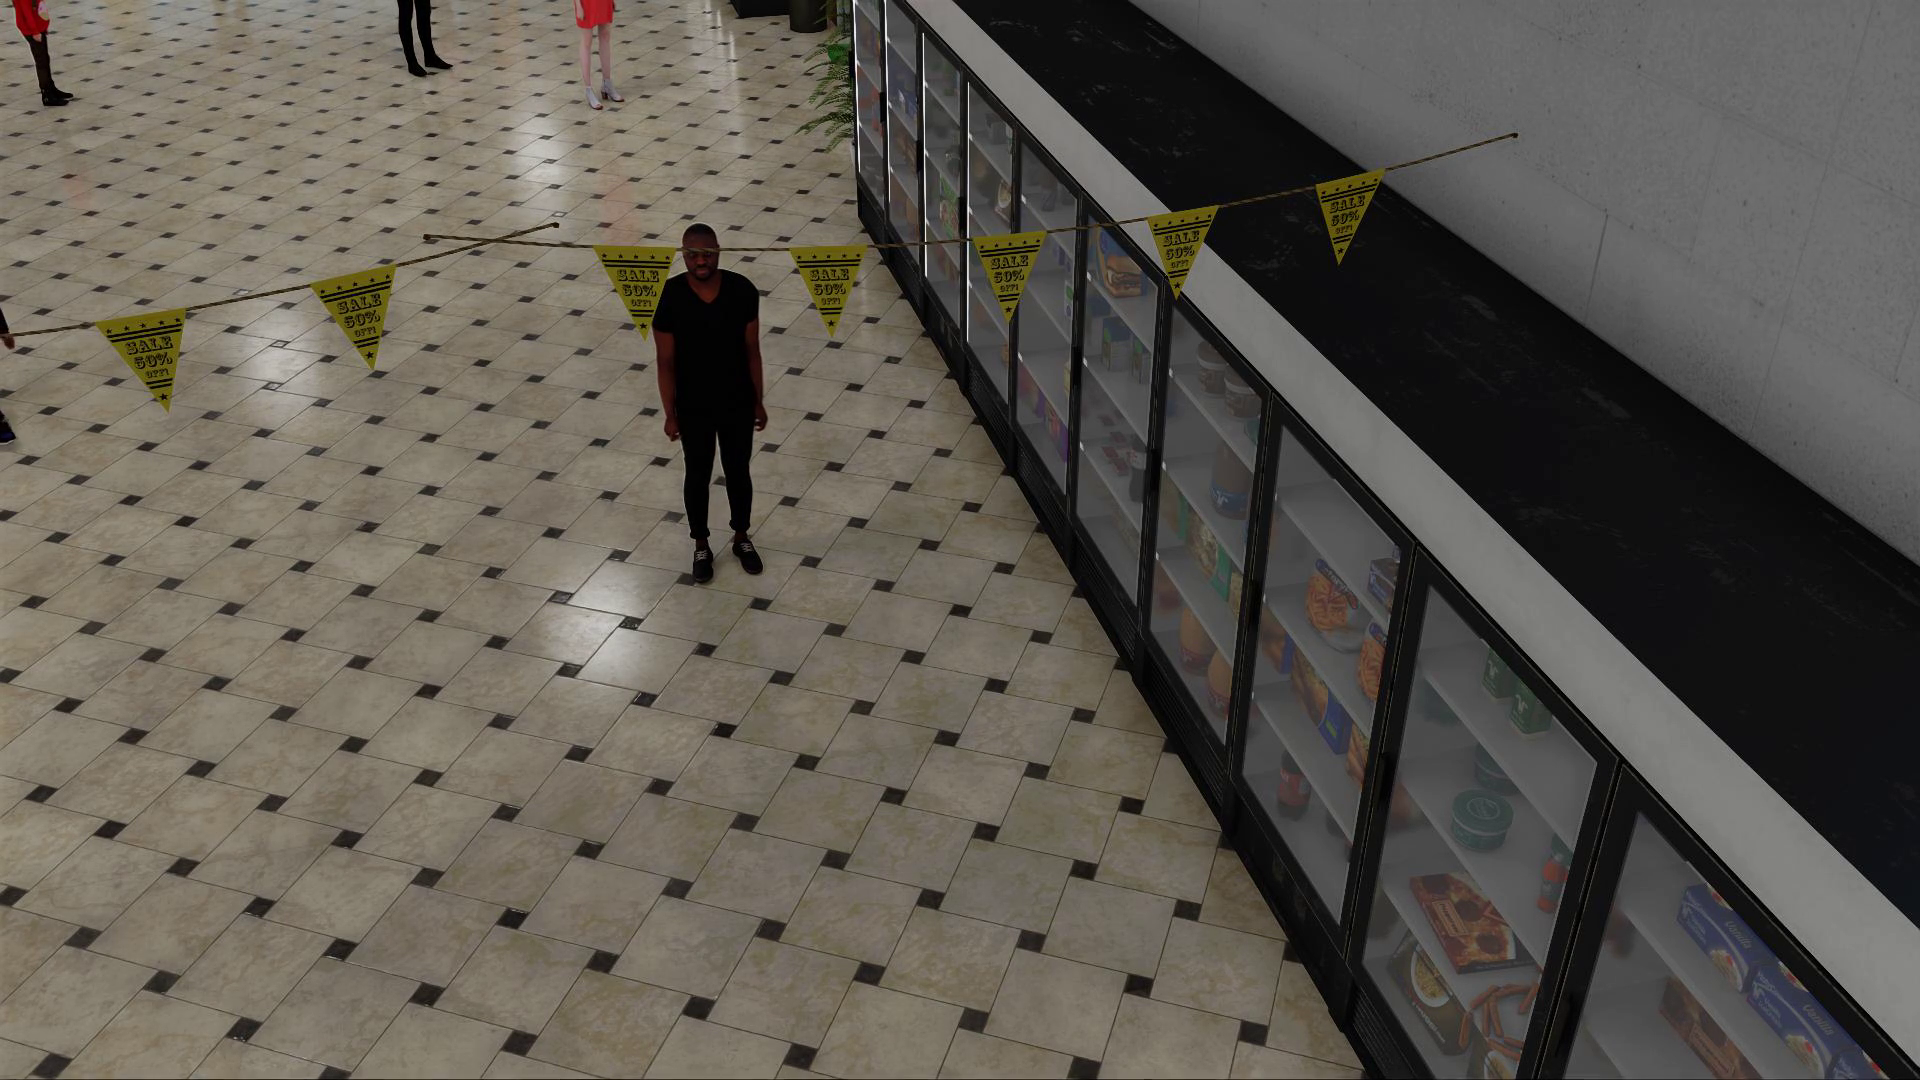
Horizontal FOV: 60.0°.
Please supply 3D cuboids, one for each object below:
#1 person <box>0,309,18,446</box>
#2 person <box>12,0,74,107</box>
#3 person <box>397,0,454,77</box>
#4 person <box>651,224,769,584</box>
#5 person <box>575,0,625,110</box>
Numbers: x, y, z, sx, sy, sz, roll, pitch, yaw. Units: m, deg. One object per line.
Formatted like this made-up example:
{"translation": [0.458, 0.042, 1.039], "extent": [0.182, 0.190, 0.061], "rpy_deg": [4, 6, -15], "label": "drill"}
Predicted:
{"translation": [-5.605, -1.181, 9.372], "extent": [0.888, 1.242, 0.845], "rpy_deg": [-27, 41, -36], "label": "person"}
{"translation": [-8.160, -4.506, 14.678], "extent": [0.472, 1.281, 0.488], "rpy_deg": [-8, 33, -13], "label": "person"}
{"translation": [-5.090, -5.287, 15.354], "extent": [0.847, 1.893, 0.775], "rpy_deg": [19, 37, 28], "label": "person"}
{"translation": [-1.179, -0.655, 7.980], "extent": [0.491, 1.819, 0.732], "rpy_deg": [-10, 33, -16], "label": "person"}
{"translation": [-3.203, -4.713, 14.494], "extent": [0.728, 1.827, 0.646], "rpy_deg": [20, 37, 29], "label": "person"}
